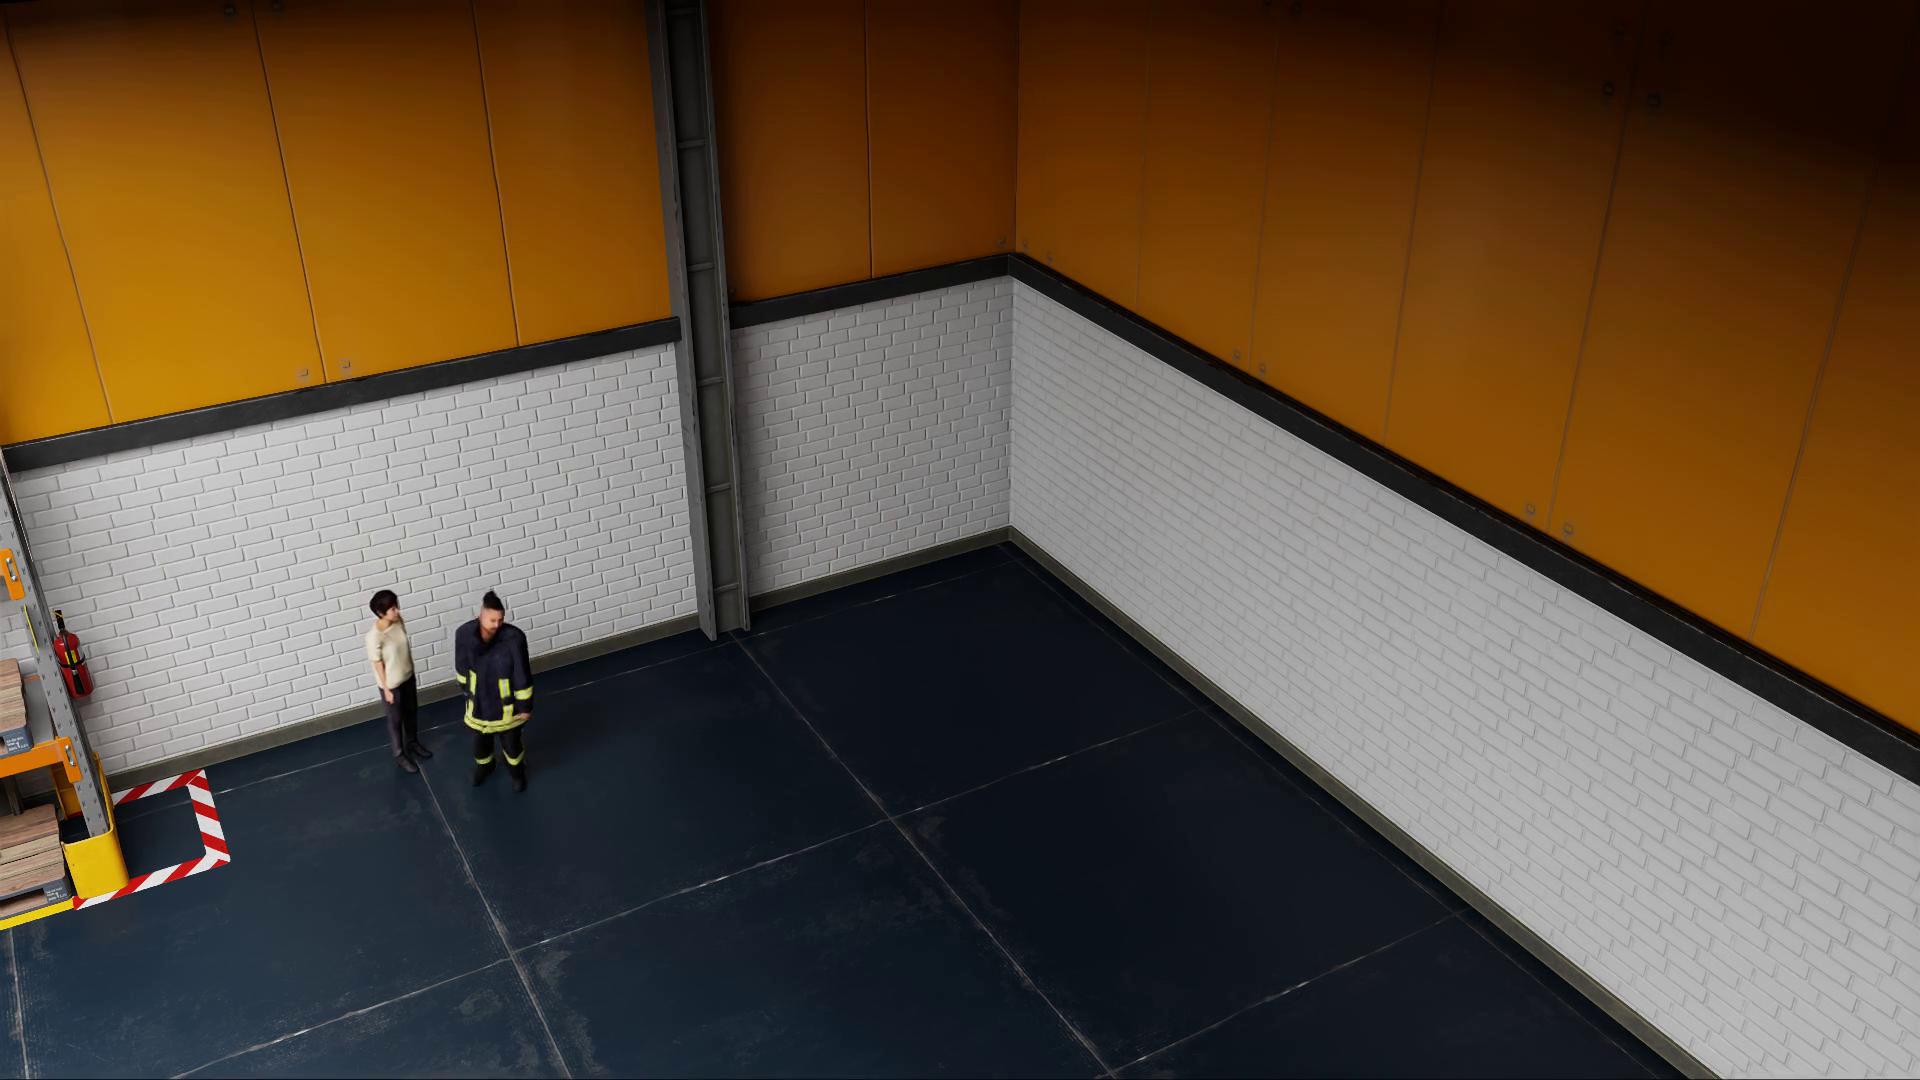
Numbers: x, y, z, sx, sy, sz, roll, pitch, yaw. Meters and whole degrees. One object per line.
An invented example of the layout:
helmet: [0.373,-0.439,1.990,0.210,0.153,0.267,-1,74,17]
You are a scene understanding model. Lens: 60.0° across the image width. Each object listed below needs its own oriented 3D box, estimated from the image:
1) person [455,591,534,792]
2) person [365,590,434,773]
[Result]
person: [-3.599,1.142,12.862,0.891,1.837,1.001,9,30,15]
person: [-4.480,1.106,13.190,0.713,1.586,0.634,10,30,17]
